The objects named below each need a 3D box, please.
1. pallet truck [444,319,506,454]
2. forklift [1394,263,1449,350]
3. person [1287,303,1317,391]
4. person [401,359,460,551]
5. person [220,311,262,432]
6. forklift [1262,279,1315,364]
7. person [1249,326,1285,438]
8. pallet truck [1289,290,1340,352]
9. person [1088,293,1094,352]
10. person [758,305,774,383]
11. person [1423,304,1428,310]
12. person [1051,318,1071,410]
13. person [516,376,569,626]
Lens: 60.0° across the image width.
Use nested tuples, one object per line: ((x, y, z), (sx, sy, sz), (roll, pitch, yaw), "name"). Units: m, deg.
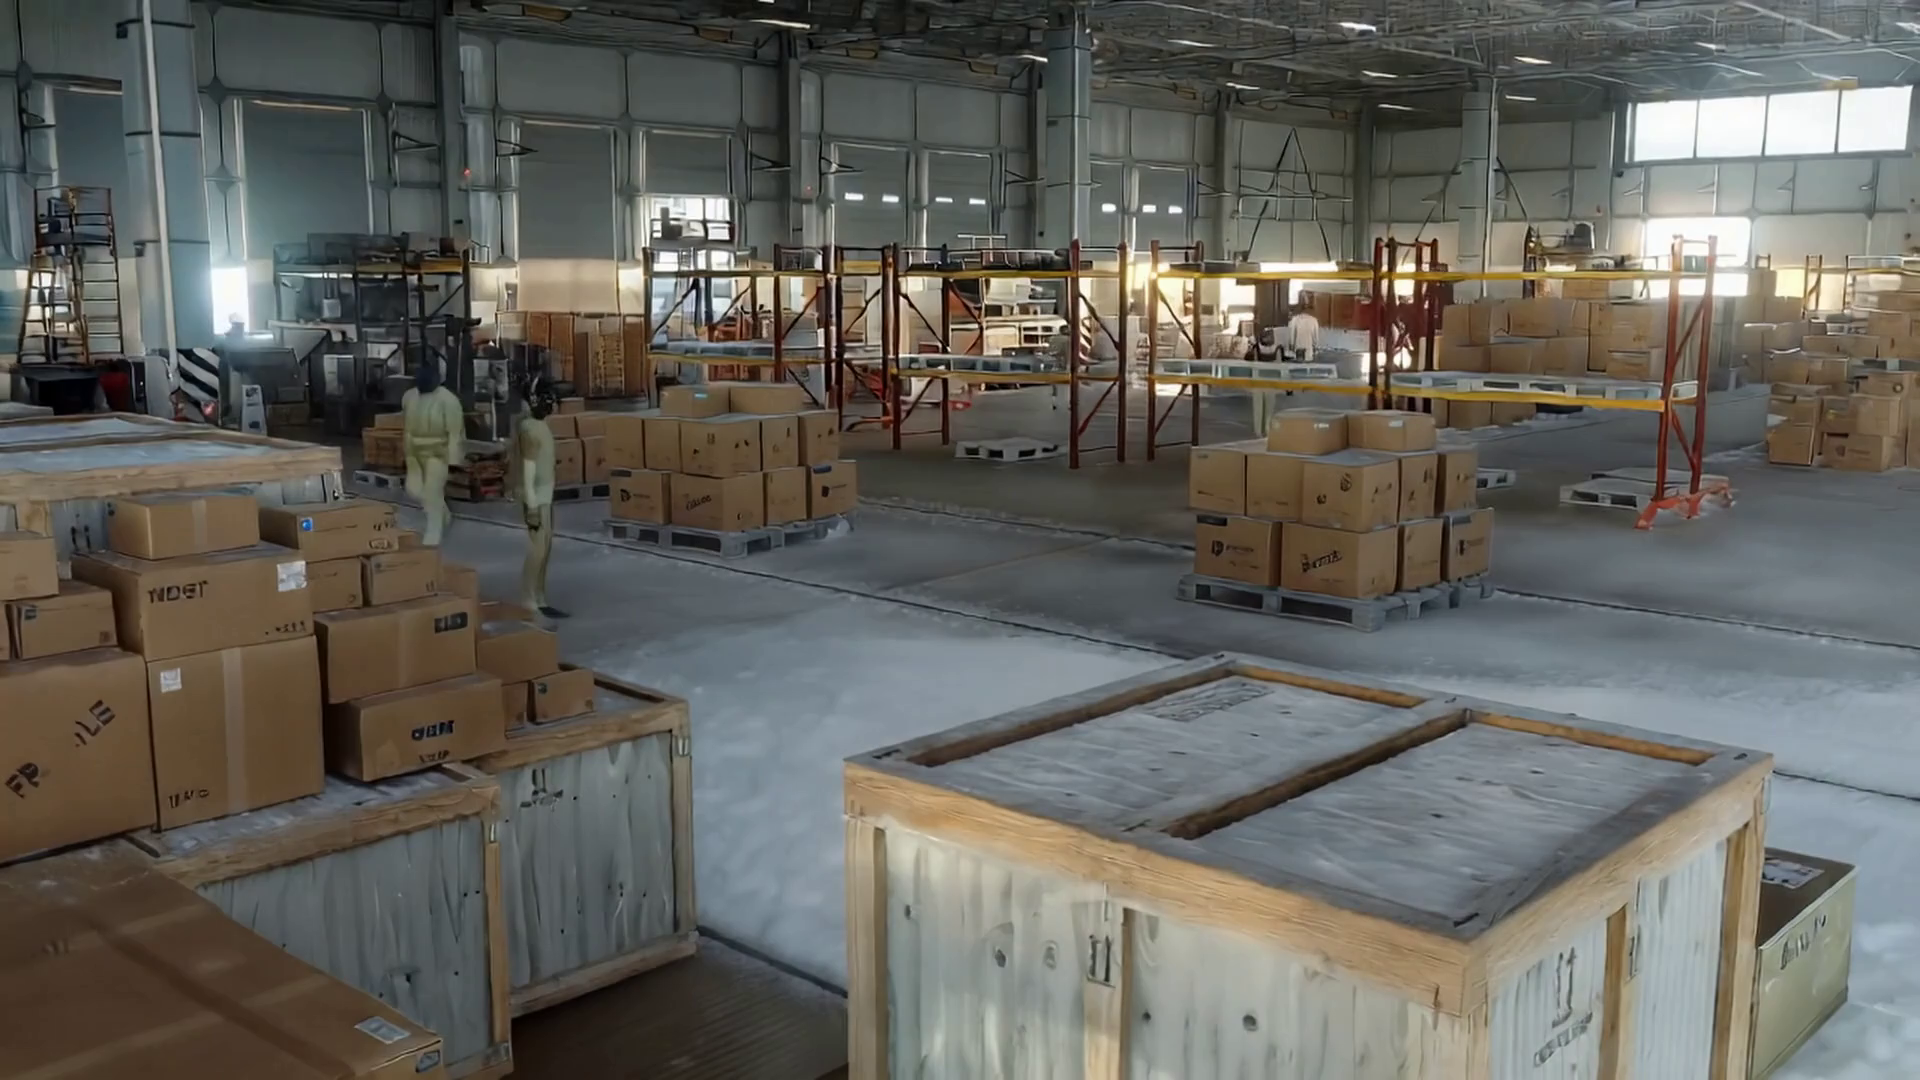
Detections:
((-6.981, -1.942, 22.150), (1.885, 1.965, 0.823), (1, 9, 9), "pallet truck")
((12.979, -6.277, 46.033), (1.129, 2.768, 1.873), (-3, 10, -18), "forklift")
((7.452, -4.214, 36.366), (0.665, 1.902, 0.551), (-1, 9, -5), "person")
((-4.924, -0.778, 15.528), (0.640, 1.830, 0.608), (5, 10, 26), "person")
((-11.727, -2.750, 27.168), (0.680, 1.969, 0.617), (6, 11, 31), "person")
((8.555, -6.090, 44.881), (1.873, 2.768, 1.129), (9, 13, 43), "forklift")
((4.626, -2.326, 25.101), (0.535, 1.793, 0.951), (1, 9, 8), "person")
((11.297, -6.951, 52.861), (1.885, 1.965, 0.823), (-5, 11, -29), "pallet truck")
((3.950, -6.667, 51.341), (0.548, 1.929, 0.388), (-8, 12, -42), "person")
((-4.170, -4.125, 35.877), (0.356, 1.887, 0.574), (-4, 10, -25), "person")
((13.476, -5.991, 48.087), (0.308, 1.635, 0.524), (-5, 11, -29), "person")
((1.956, -3.302, 31.303), (0.484, 1.737, 0.322), (1, 9, 3), "person")
((-3.149, -0.296, 12.466), (0.306, 1.865, 0.532), (0, 9, 0), "person")
